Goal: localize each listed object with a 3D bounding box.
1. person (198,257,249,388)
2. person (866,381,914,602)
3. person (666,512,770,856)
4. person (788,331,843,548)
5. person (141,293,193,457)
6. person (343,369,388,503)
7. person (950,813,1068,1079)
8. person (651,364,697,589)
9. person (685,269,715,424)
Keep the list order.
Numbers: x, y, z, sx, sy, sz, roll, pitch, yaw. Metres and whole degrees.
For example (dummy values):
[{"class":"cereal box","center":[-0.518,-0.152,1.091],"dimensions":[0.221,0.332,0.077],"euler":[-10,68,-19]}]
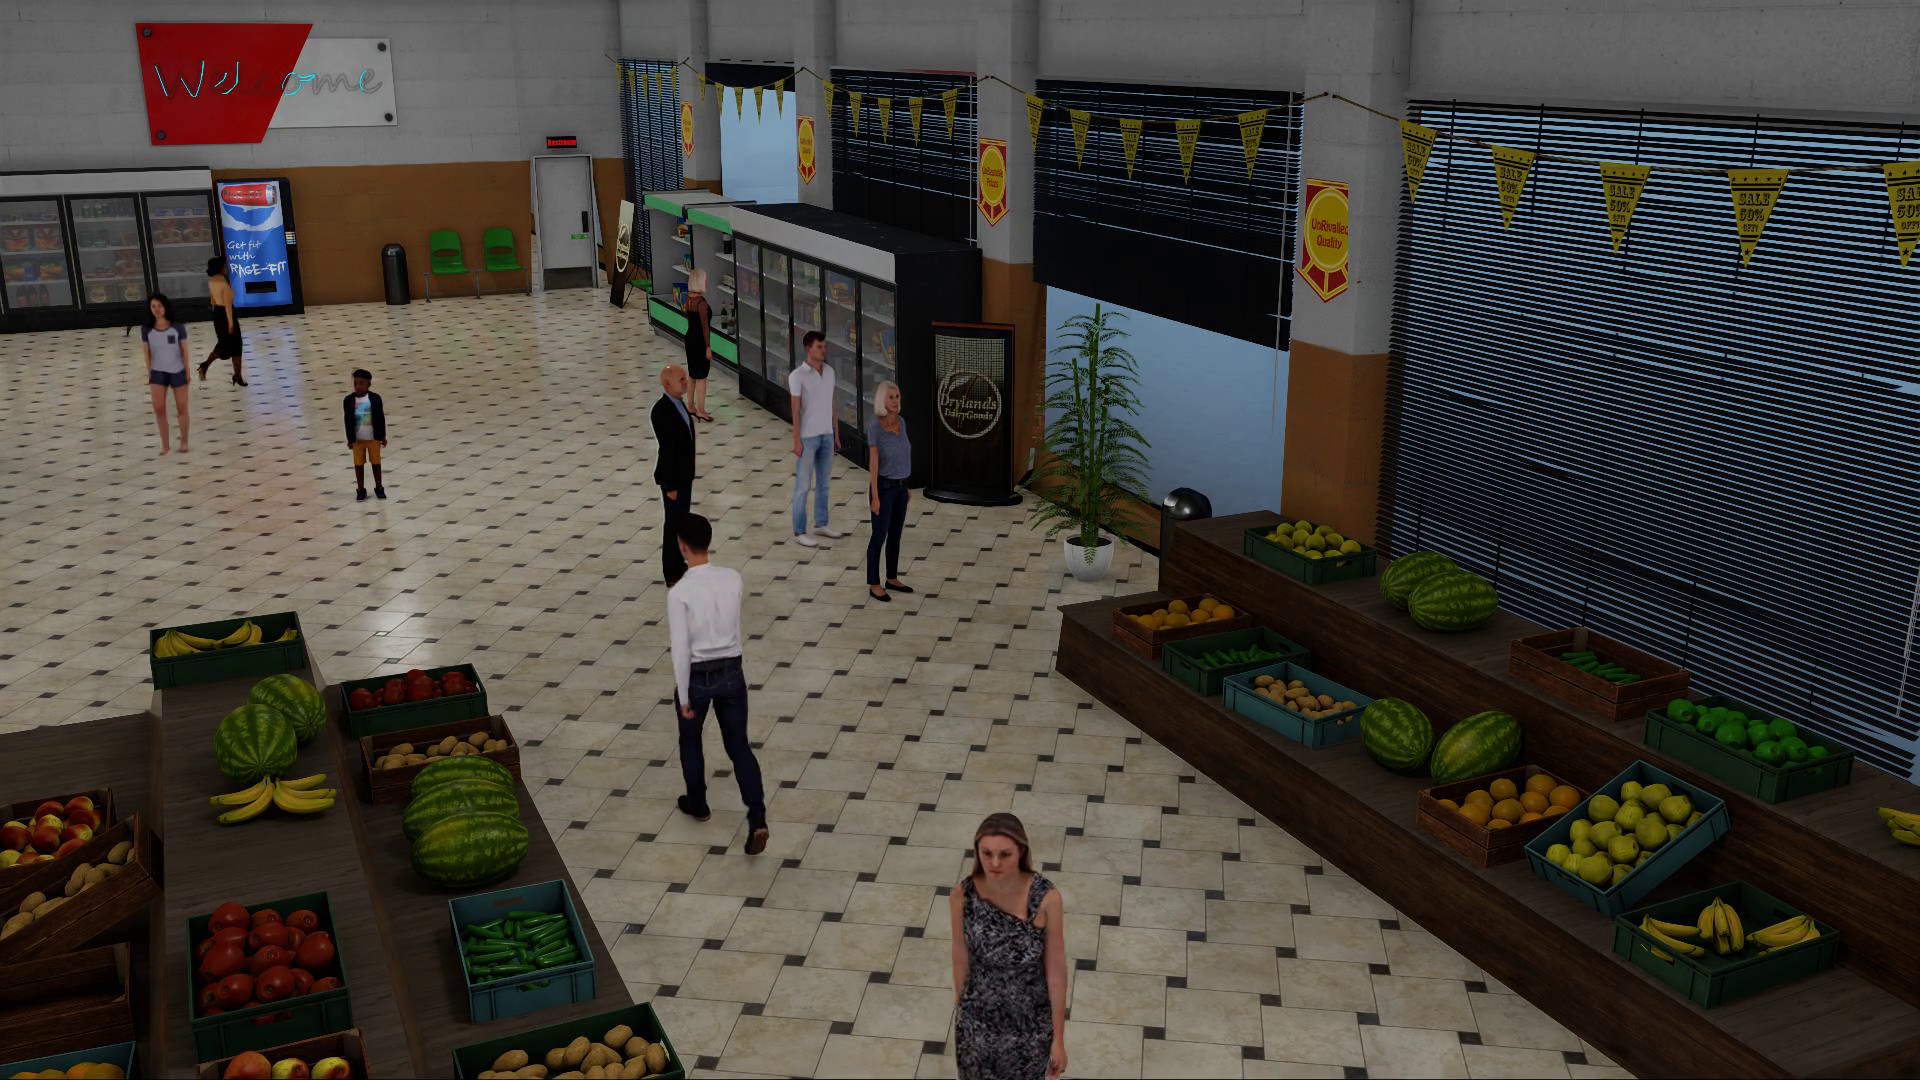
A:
[{"class":"person","center":[-9.192,-2.668,20.631],"dimensions":[0.900,1.639,0.894],"euler":[11,20,32]},{"class":"person","center":[-0.561,-0.402,13.026],"dimensions":[0.654,1.722,0.663],"euler":[13,21,37]},{"class":"person","center":[-1.281,0.789,8.902],"dimensions":[0.681,1.840,1.228],"euler":[-9,19,-28]},{"class":"person","center":[-1.277,-0.901,14.452],"dimensions":[0.707,1.849,0.735],"euler":[14,22,39]},{"class":"person","center":[-8.326,-1.767,17.574],"dimensions":[0.628,1.691,0.755],"euler":[-6,18,-18]},{"class":"person","center":[-5.651,-1.010,15.811],"dimensions":[0.525,1.267,0.538],"euler":[-6,18,-19]},{"class":"person","center":[0.200,1.742,6.077],"dimensions":[0.987,1.657,1.207],"euler":[2,17,7]},{"class":"person","center":[-2.264,-0.519,13.280],"dimensions":[0.841,1.799,0.718],"euler":[2,17,6]},{"class":"person","center":[-2.998,-2.222,18.985],"dimensions":[0.675,1.743,0.512],"euler":[-11,20,-33]}]
